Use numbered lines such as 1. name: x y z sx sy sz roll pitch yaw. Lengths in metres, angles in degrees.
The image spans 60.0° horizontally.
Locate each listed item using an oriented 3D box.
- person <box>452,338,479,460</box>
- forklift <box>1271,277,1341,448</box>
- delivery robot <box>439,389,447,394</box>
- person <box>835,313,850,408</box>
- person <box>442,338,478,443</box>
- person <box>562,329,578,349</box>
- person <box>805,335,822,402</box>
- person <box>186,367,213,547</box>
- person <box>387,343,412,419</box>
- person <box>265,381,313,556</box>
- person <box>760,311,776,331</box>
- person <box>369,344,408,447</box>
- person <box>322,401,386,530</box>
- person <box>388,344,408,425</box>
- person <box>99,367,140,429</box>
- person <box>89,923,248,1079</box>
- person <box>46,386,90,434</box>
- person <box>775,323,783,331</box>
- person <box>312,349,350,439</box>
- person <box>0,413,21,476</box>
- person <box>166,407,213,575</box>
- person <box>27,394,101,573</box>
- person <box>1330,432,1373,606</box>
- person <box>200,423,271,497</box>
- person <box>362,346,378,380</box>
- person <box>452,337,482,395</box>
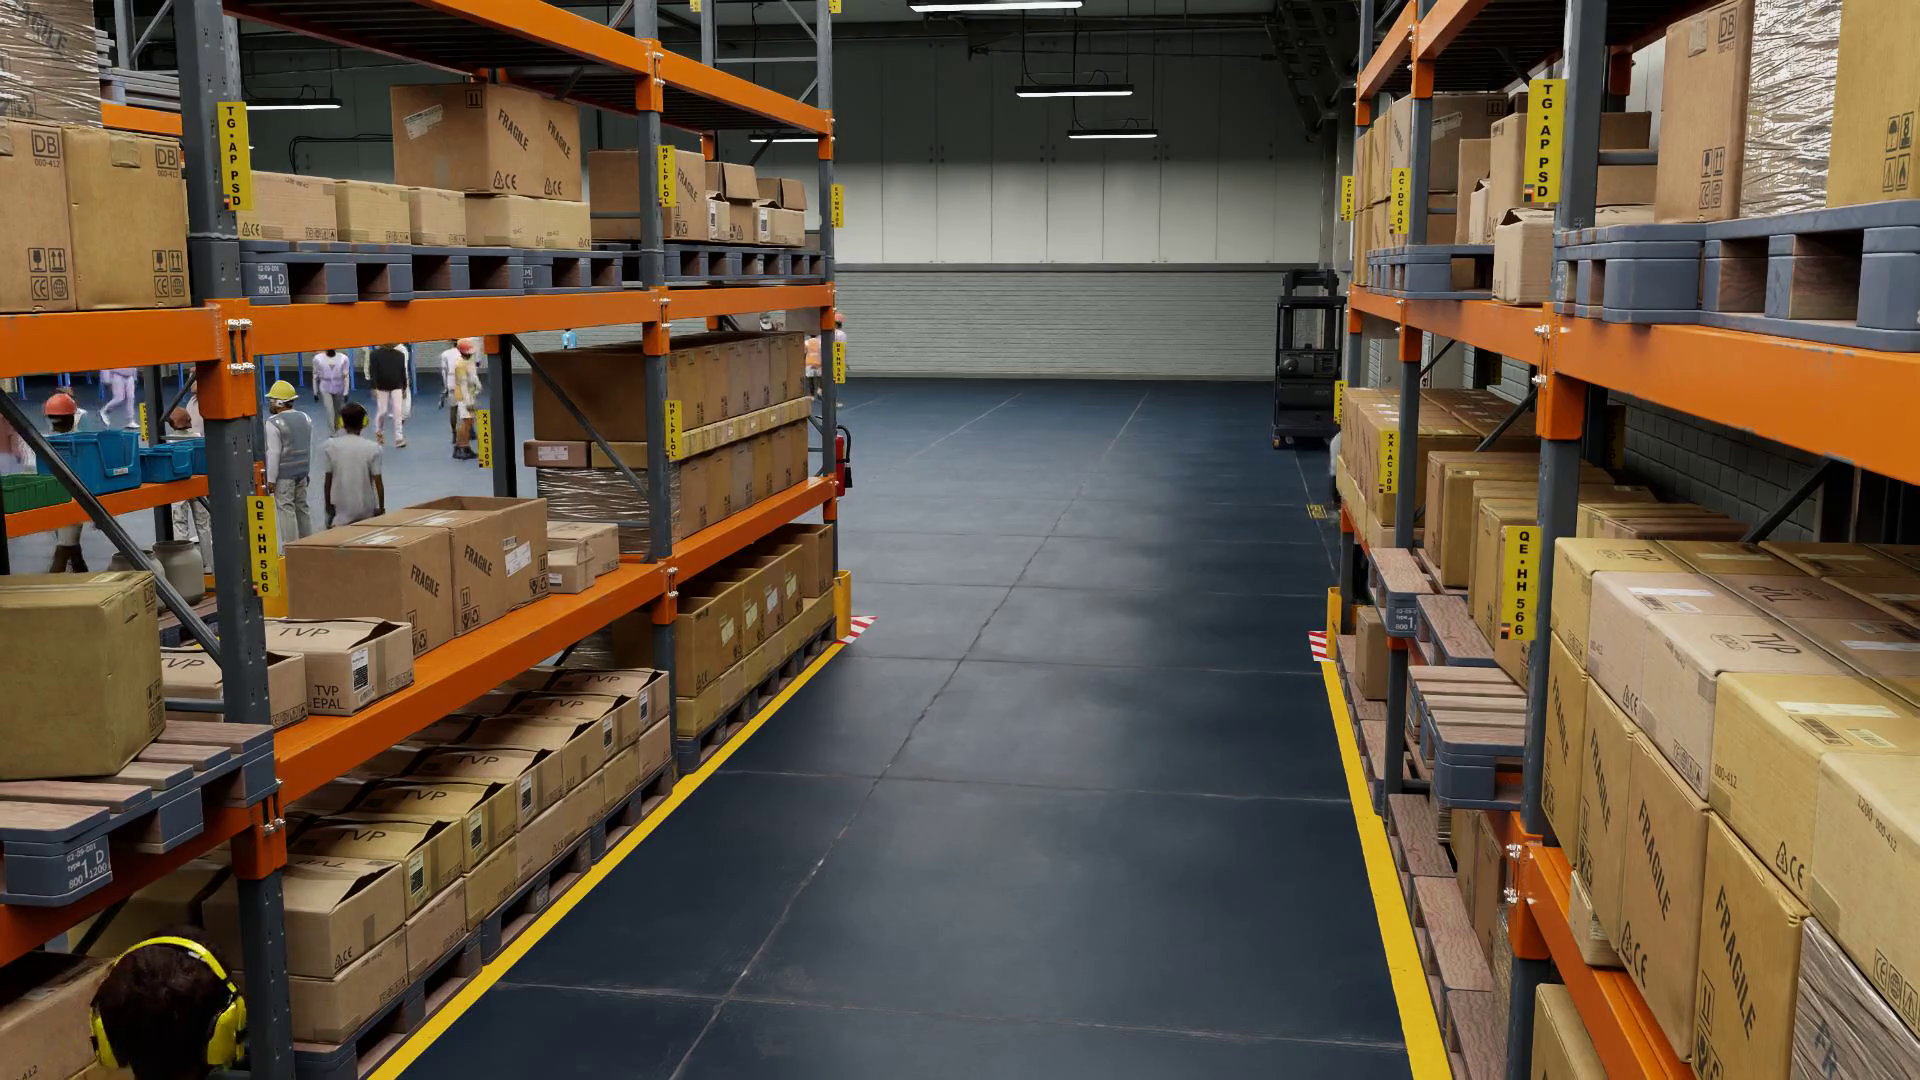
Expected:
1. person: -7.692 -2.186 25.806 0.403 1.886 0.665 -2 9 -12
2. forklift: 5.847 -3.016 27.970 1.129 2.768 1.873 1 9 9
3. delivery robot: -10.905 -3.247 35.459 0.335 0.223 0.698 -1 9 -6
4. person: -2.610 -3.821 35.430 0.513 2.021 0.627 -9 13 -44
5. person: -8.528 -2.635 28.457 0.568 1.905 0.803 1 9 8
6. person: -9.648 -4.580 41.117 0.321 1.697 0.530 3 10 20
7. person: -3.263 -3.926 37.091 0.554 1.684 0.366 -2 9 -11
8. person: -8.052 -0.896 17.753 0.651 1.907 0.409 7 11 35
9. person: -11.141 -3.333 33.000 0.624 1.841 0.430 7 11 36
10. person: -6.701 -0.669 16.569 0.404 1.836 0.597 3 10 17
11. person: -4.845 -4.741 41.186 0.702 2.000 0.608 -6 11 -34
12. person: -9.532 -2.548 27.742 0.635 1.977 0.666 -7 11 -35
13. person: -5.056 -0.234 13.878 0.516 1.841 0.705 -3 10 -16
14. person: -10.682 -3.075 31.456 0.622 1.816 0.433 5 11 30
15. person: -15.616 -3.005 30.838 0.595 1.884 0.675 3 10 17
16. person: -1.312 1.569 2.758 0.517 1.848 0.714 1 9 4
17. person: -10.076 -0.938 18.899 0.527 1.629 0.510 1 9 9
18. person: -4.591 -4.699 42.152 0.774 1.603 0.524 6 11 31
19. person: -10.633 -2.549 28.121 0.585 1.867 0.981 -5 10 -27
20. person: -10.832 -0.973 18.658 0.540 1.751 0.413 -1 9 -5
21. person: -7.363 -0.449 15.822 0.308 1.639 0.510 6 11 35
22. person: -7.525 -0.291 14.077 0.568 1.884 1.009 2 9 12
23. person: 3.364 -0.293 13.879 0.627 1.954 0.596 -3 10 -18
24. person: -6.385 -0.422 14.743 0.377 1.936 0.627 5 11 29
25. person: -15.856 -5.131 44.714 0.289 1.634 0.499 6 11 35
26. person: -11.302 -4.147 38.145 0.661 1.808 0.803 0 9 2
